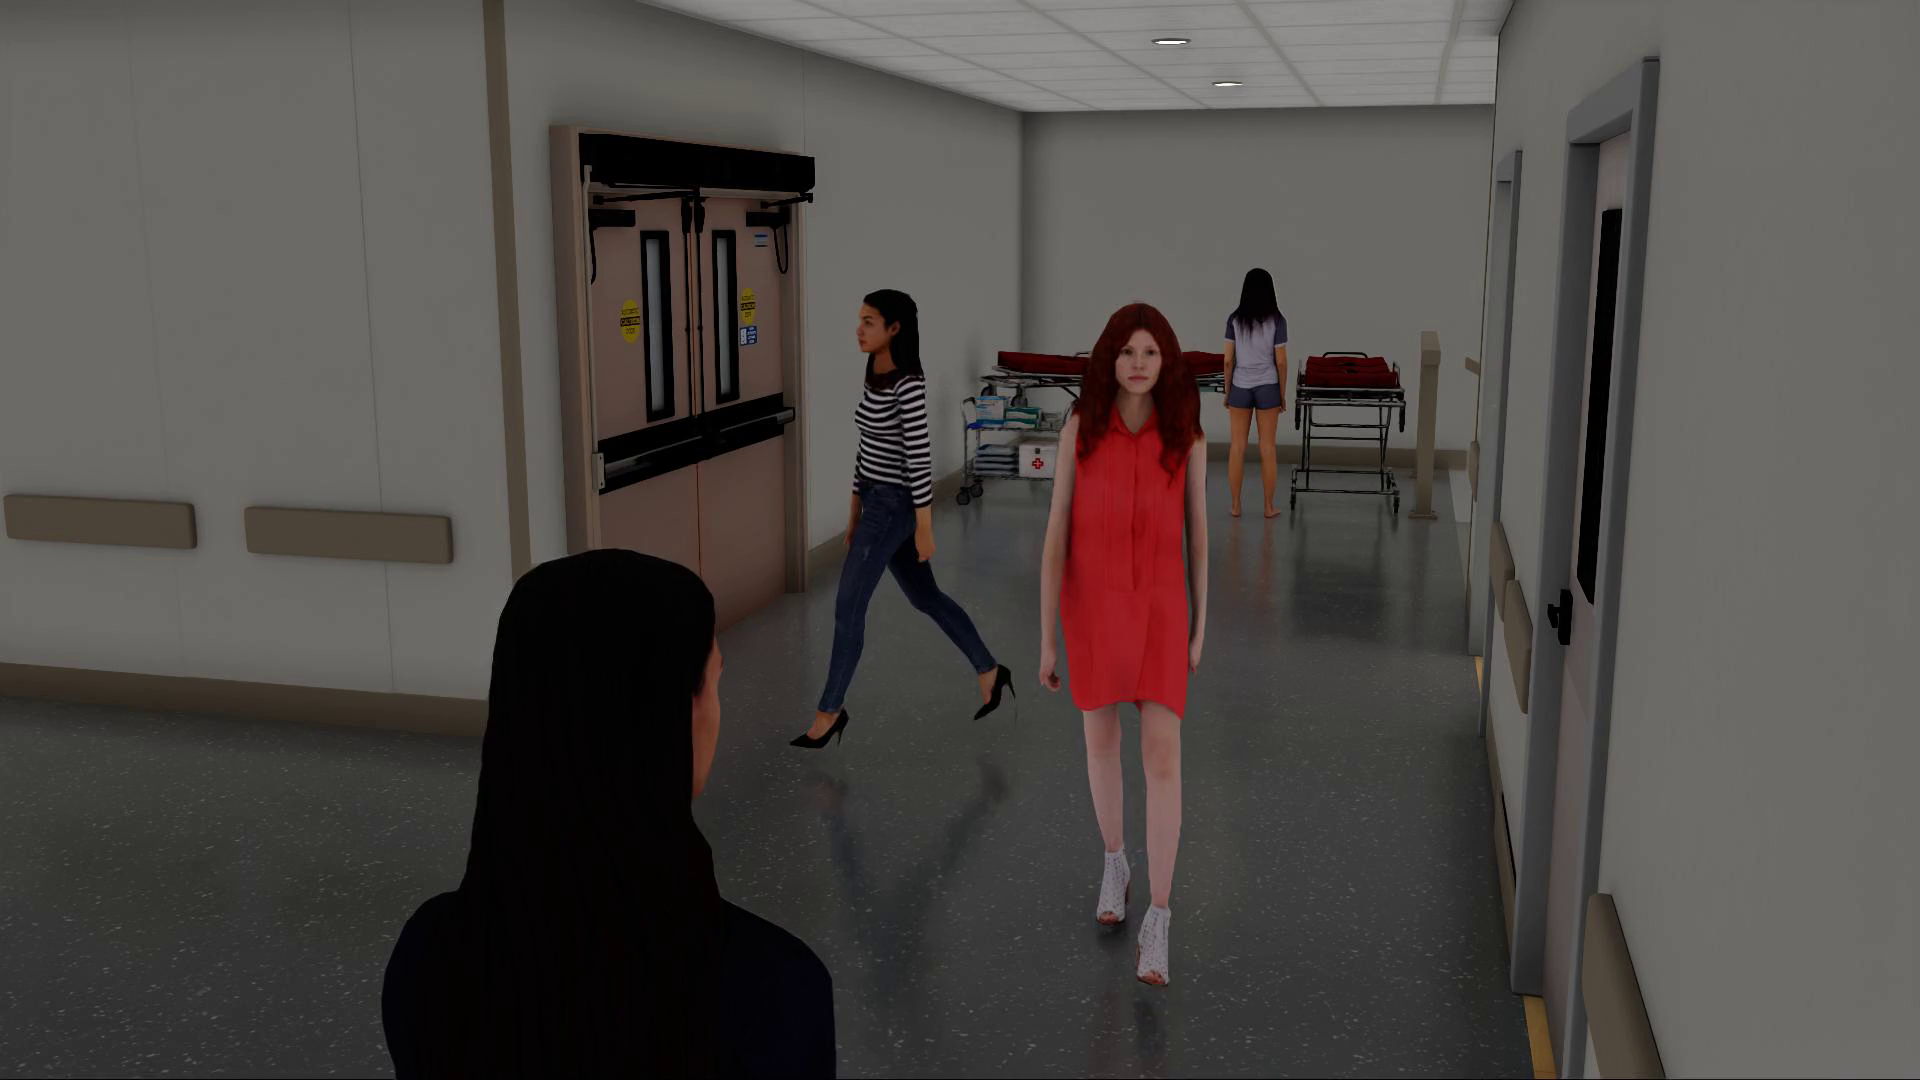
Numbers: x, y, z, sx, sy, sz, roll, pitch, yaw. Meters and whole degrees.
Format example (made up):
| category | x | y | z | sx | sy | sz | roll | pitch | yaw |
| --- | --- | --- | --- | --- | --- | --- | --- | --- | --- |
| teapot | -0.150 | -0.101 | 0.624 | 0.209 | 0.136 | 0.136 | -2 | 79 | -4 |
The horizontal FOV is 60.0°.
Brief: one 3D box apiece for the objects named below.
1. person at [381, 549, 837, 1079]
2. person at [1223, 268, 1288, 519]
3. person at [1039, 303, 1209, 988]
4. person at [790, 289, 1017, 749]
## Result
| category | x | y | z | sx | sy | sz | roll | pitch | yaw |
| --- | --- | --- | --- | --- | --- | --- | --- | --- | --- |
| person | -0.282 | 0.882 | 1.485 | 0.579 | 1.766 | 0.529 | 2 | 11 | 13 |
| person | 2.063 | -1.032 | 11.662 | 0.584 | 1.733 | 0.478 | 3 | 11 | 16 |
| person | 0.464 | 0.258 | 4.697 | 0.649 | 1.795 | 0.981 | 2 | 11 | 11 |
| person | -0.173 | -0.049 | 6.436 | 1.092 | 1.750 | 1.149 | -4 | 12 | -21 |
